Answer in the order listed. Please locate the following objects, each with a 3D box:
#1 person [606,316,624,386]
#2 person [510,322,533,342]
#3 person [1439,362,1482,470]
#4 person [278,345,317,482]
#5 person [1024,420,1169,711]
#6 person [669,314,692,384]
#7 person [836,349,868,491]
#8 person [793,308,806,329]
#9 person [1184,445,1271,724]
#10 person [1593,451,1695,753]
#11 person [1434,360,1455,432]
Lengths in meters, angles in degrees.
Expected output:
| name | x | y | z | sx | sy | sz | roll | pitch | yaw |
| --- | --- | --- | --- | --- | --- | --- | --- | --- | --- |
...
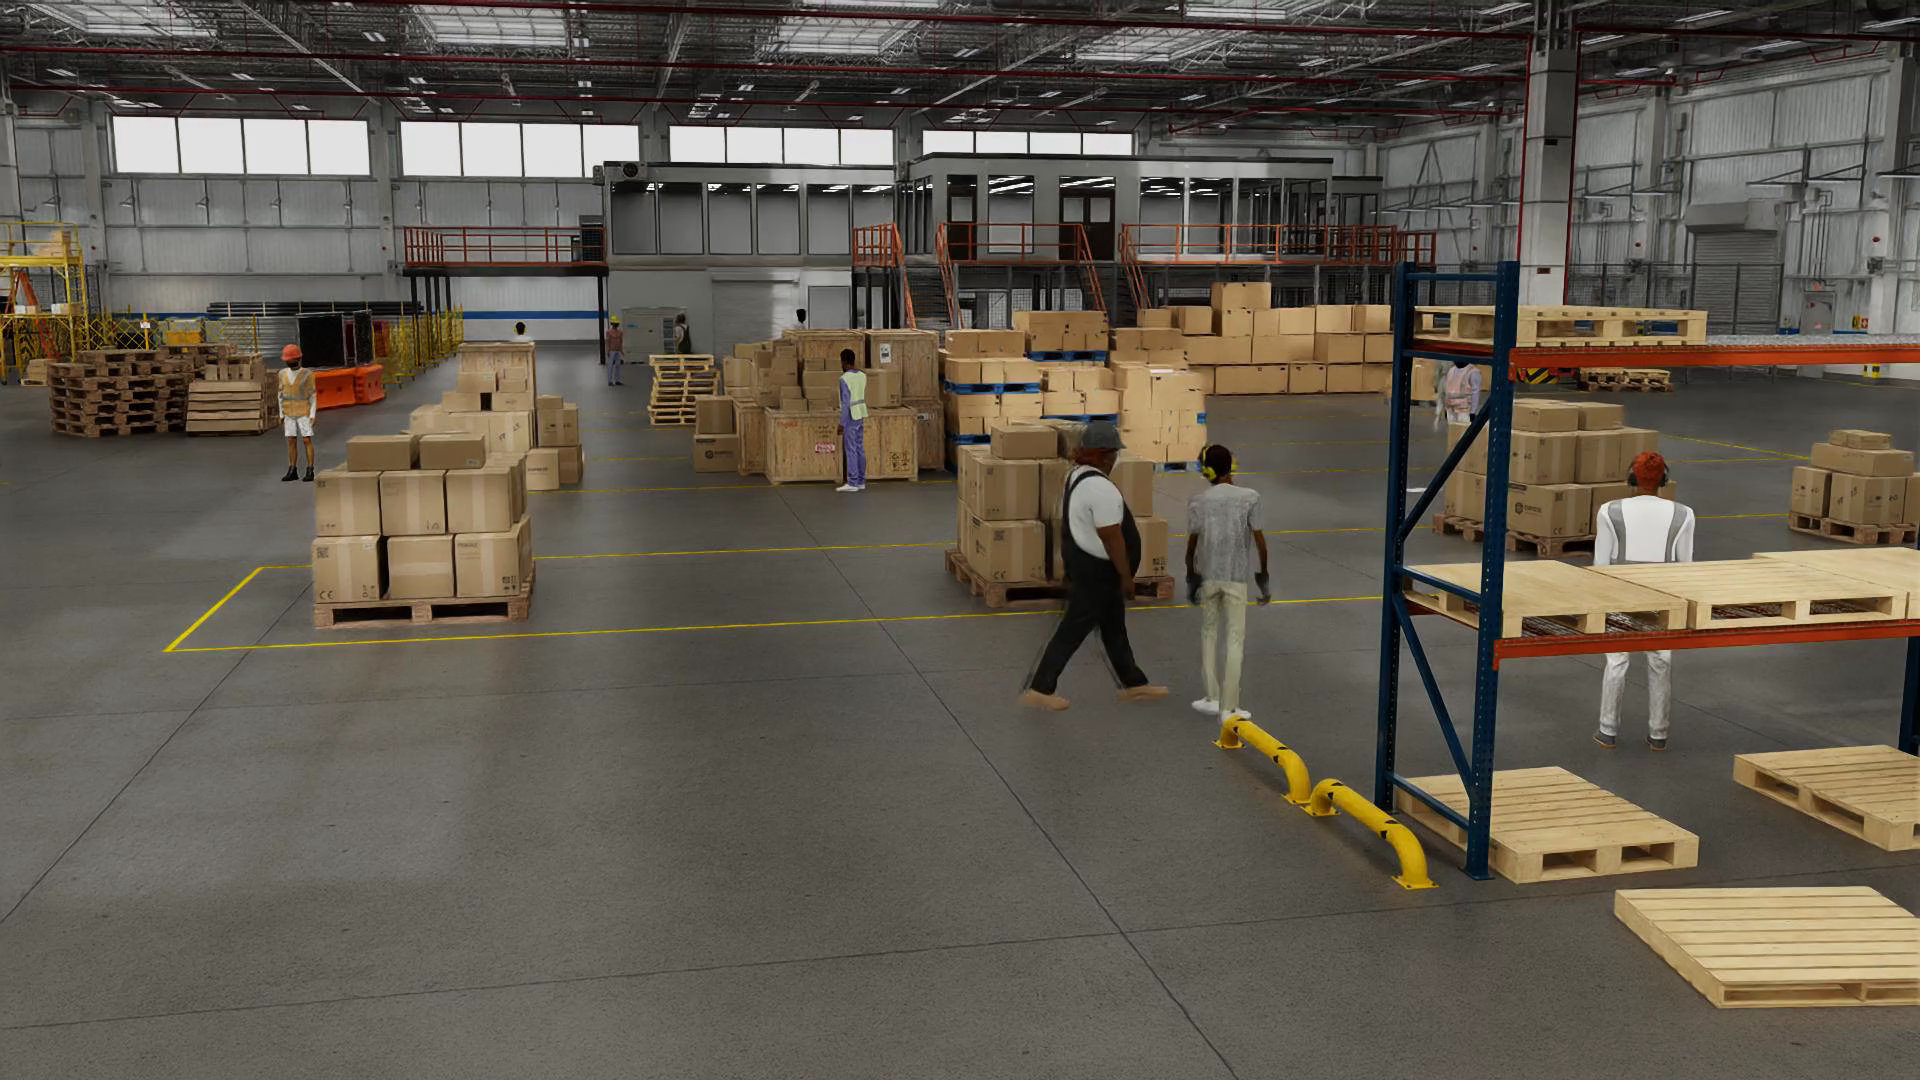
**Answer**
| name | x | y | z | sx | sy | sz | roll | pitch | yaw |
| --- | --- | --- | --- | --- | --- | --- | --- | --- | --- |
| person | -8.758 | -4.803 | 42.289 | 0.331 | 1.768 | 0.526 | 7 | 12 | 38 |
| person | -9.192 | -3.643 | 34.925 | 0.516 | 1.865 | 0.329 | -4 | 10 | -24 |
| person | 7.331 | -1.904 | 24.395 | 0.429 | 1.839 | 0.634 | -4 | 10 | -24 |
| person | -9.305 | -1.774 | 23.333 | 0.543 | 1.928 | 0.372 | 1 | 9 | 6 |
| person | 0.907 | 0.144 | 11.297 | 1.046 | 2.000 | 0.688 | -1 | 9 | -7 |
| person | -7.098 | -4.841 | 42.364 | 0.540 | 1.807 | 0.862 | -9 | 13 | -44 |
| person | -1.449 | -1.609 | 22.374 | 0.390 | 1.913 | 0.587 | 4 | 10 | 24 |
| person | -4.042 | -4.877 | 42.127 | 0.369 | 1.967 | 0.601 | -3 | 10 | -19 |
| person | 1.749 | 0.294 | 11.028 | 0.588 | 1.832 | 0.450 | 4 | 10 | 25 |
| person | 4.232 | 0.385 | 10.351 | 0.572 | 1.876 | 0.355 | 3 | 10 | 16 |
| person | 8.830 | -2.789 | 30.135 | 0.493 | 1.723 | 0.581 | 5 | 11 | 29 |
